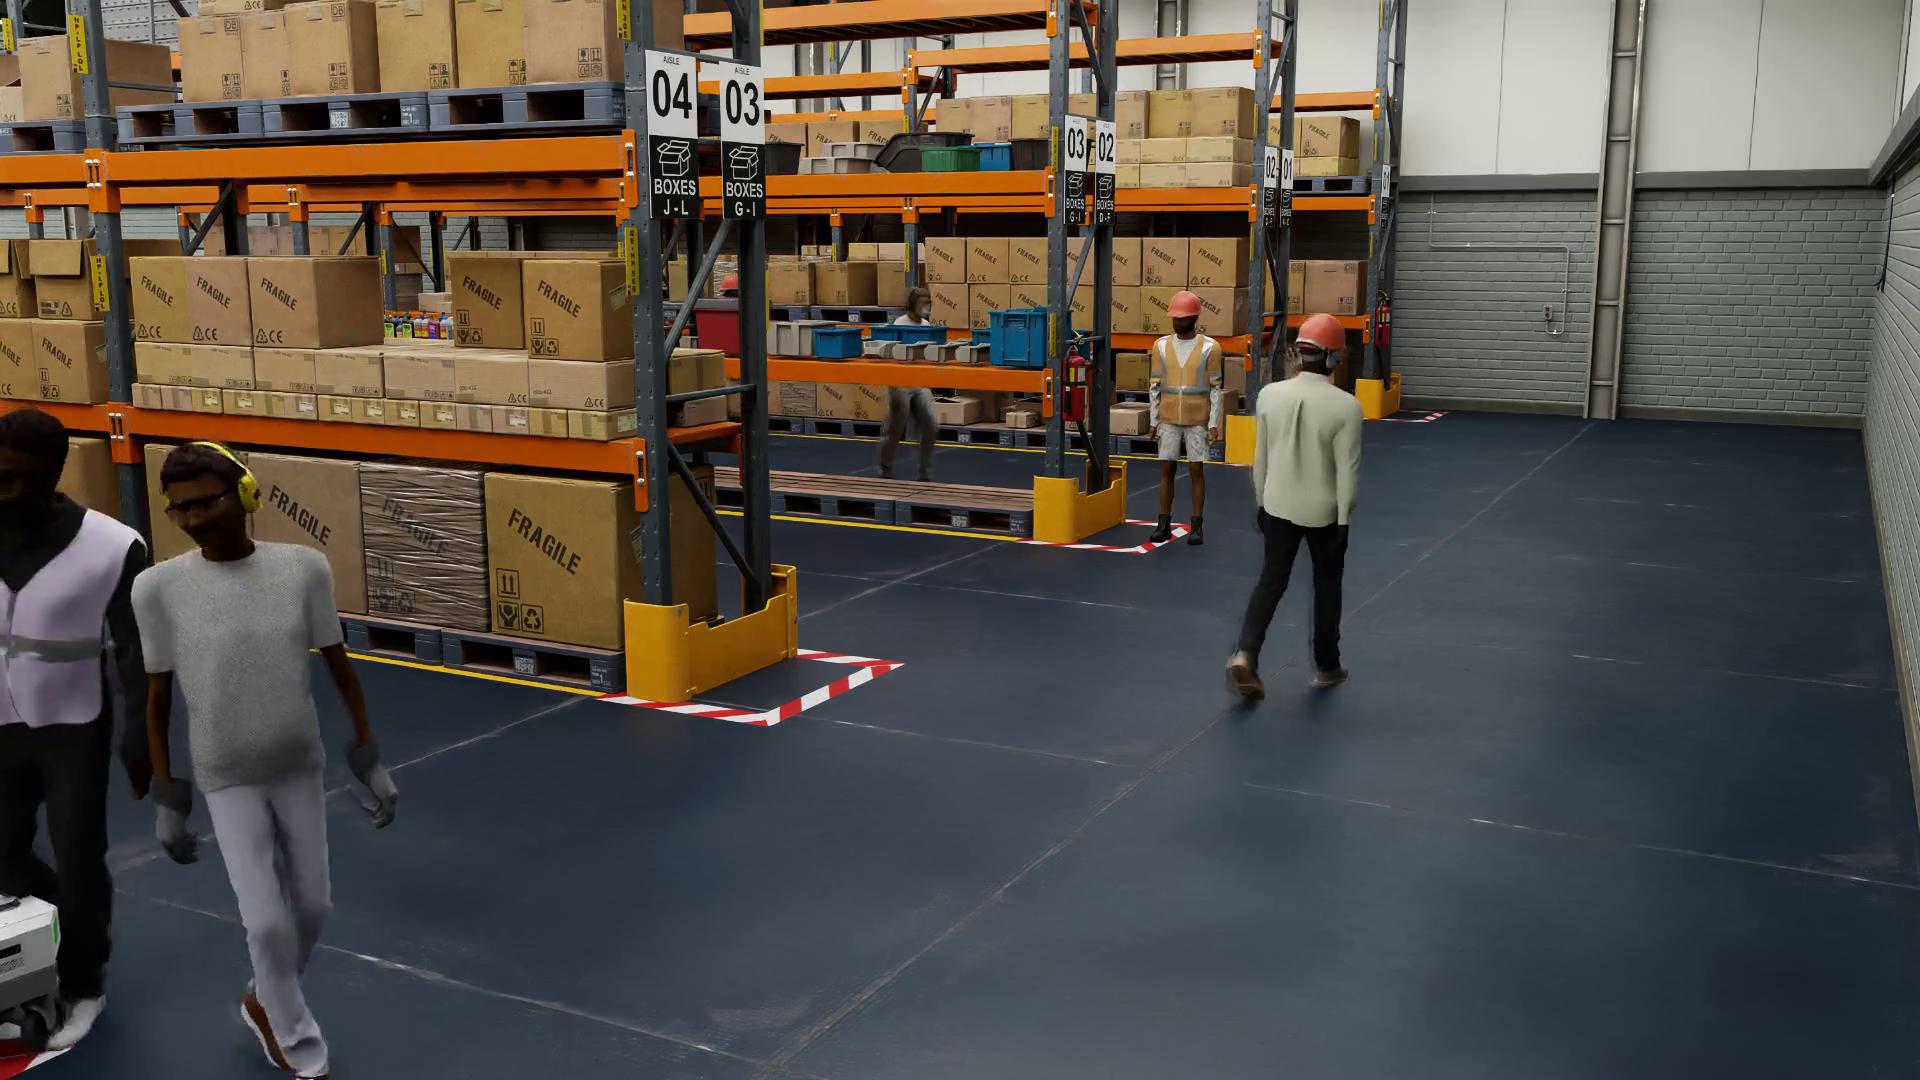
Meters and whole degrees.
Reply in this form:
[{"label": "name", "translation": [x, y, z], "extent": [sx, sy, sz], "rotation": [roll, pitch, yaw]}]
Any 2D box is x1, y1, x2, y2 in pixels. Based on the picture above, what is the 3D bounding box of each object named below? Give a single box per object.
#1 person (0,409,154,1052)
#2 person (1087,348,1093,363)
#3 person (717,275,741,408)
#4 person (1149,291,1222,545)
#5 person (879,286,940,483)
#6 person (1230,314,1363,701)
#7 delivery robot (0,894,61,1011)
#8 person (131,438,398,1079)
[{"label": "person", "translation": [-2.625, 0.545, 4.828], "extent": [0.637, 1.879, 0.585], "rotation": [-1, 10, -6]}, {"label": "person", "translation": [1.658, -2.677, 22.375], "extent": [0.575, 1.883, 0.362], "rotation": [-5, 12, -26]}, {"label": "person", "translation": [-2.586, -1.987, 18.533], "extent": [0.794, 1.906, 0.565], "rotation": [4, 11, 21]}, {"label": "person", "translation": [1.702, -0.921, 12.655], "extent": [0.549, 1.933, 0.373], "rotation": [4, 11, 21]}, {"label": "person", "translation": [-0.451, -1.339, 15.049], "extent": [0.718, 1.896, 0.629], "rotation": [7, 13, 35]}, {"label": "person", "translation": [1.711, -0.159, 8.437], "extent": [0.616, 1.969, 0.906], "rotation": [8, 13, 36]}, {"label": "delivery robot", "translation": [-2.909, 1.195, 4.623], "extent": [0.477, 0.478, 0.707], "rotation": [7, 13, 33]}, {"label": "person", "translation": [-1.865, 0.633, 4.501], "extent": [0.596, 1.827, 0.648], "rotation": [-7, 12, -32]}]
